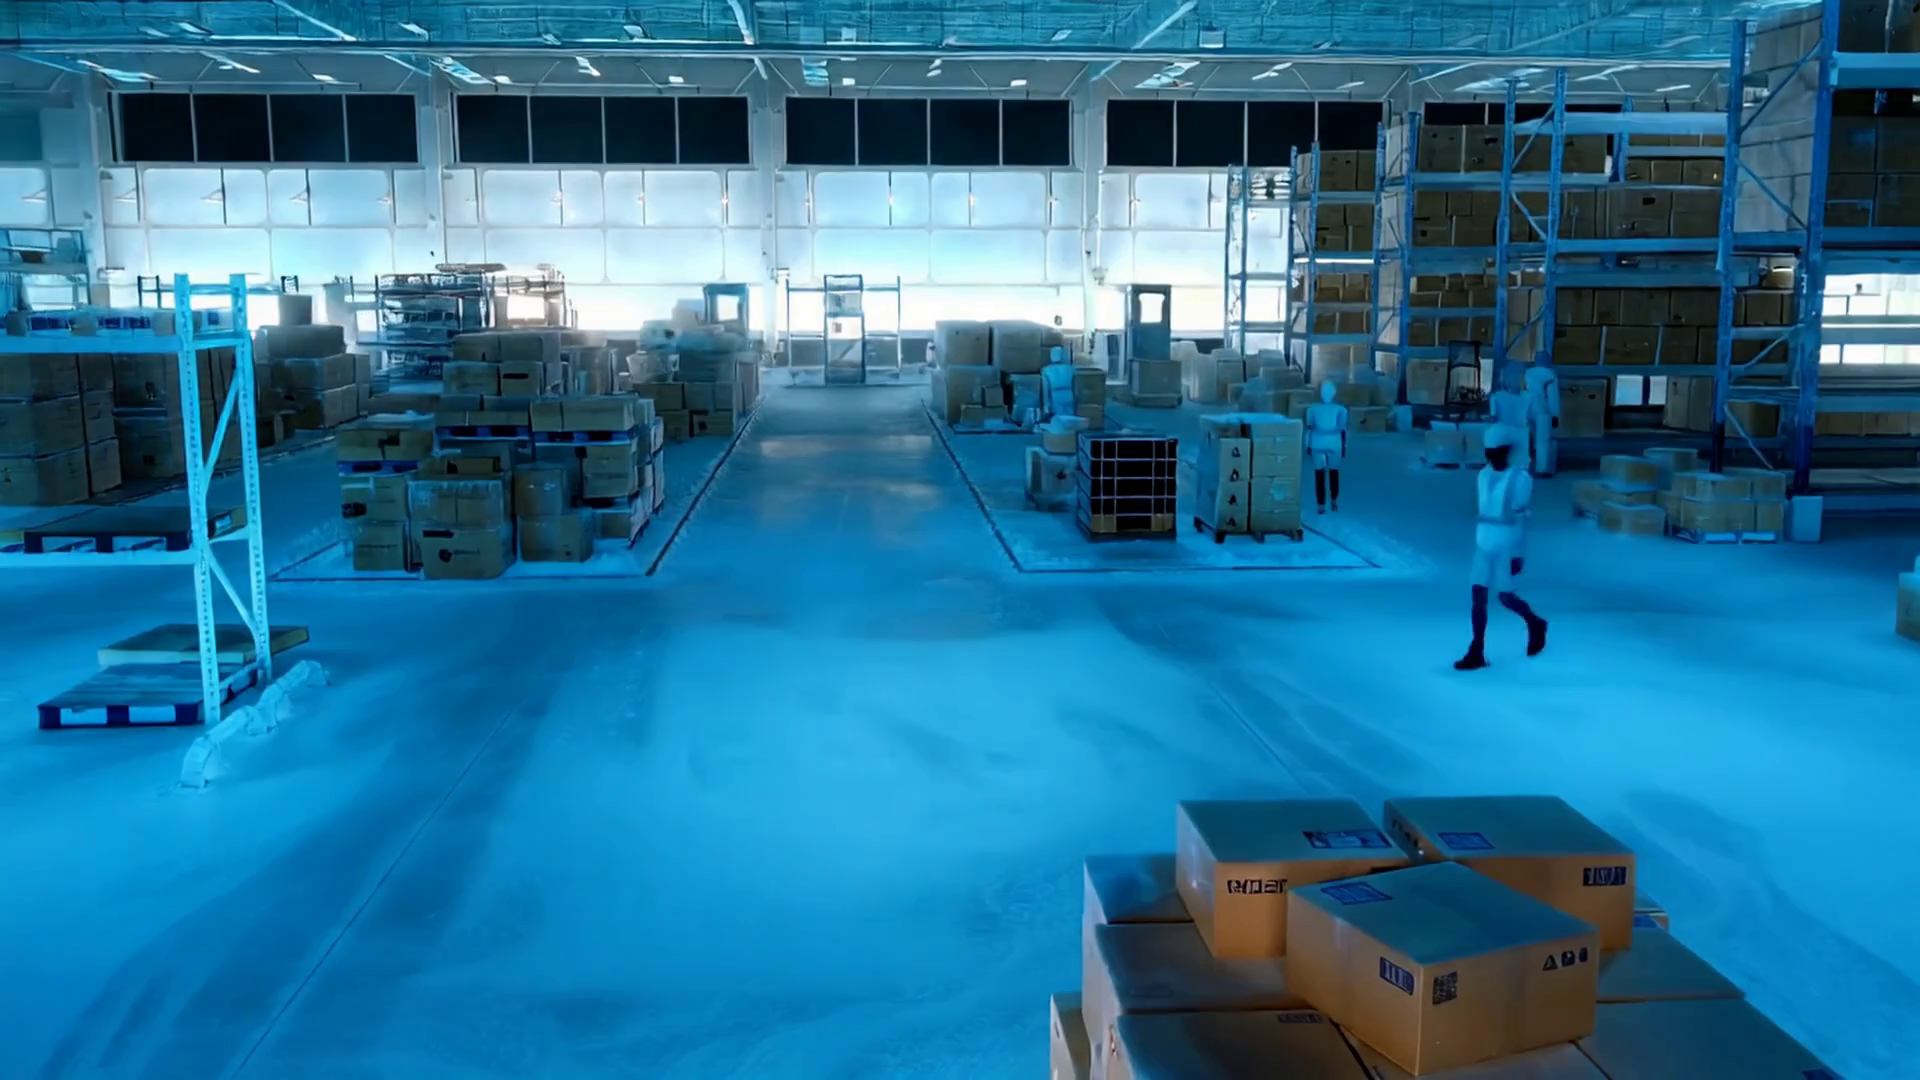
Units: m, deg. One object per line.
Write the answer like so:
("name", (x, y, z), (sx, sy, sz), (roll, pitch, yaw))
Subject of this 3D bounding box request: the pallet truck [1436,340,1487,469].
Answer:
("pallet truck", (8.004, -2.170, 26.422), (0.823, 1.965, 1.885), (2, 9, 14))

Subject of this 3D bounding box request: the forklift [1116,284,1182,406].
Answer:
("forklift", (4.419, -4.545, 38.570), (1.129, 2.768, 1.873), (-2, 9, -10))

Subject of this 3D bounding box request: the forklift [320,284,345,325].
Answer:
("forklift", (-14.446, -4.536, 38.514), (1.873, 2.768, 1.129), (-2, 9, -11))

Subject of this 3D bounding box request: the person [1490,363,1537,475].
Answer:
("person", (6.792, -1.191, 20.405), (0.613, 1.946, 0.425), (0, 9, -3))

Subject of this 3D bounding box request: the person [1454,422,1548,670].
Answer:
("person", (4.187, 0.041, 12.795), (0.772, 1.921, 0.550), (-5, 11, -31))

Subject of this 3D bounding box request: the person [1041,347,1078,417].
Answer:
("person", (1.619, -2.252, 27.463), (0.602, 1.836, 1.076), (-4, 10, -24))

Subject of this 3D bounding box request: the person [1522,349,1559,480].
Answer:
("person", (8.617, -1.865, 24.689), (0.371, 1.940, 0.630), (-5, 10, -29))

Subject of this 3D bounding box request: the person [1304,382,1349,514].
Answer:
("person", (4.662, -1.180, 21.230), (0.538, 1.674, 0.689), (1, 9, 6))

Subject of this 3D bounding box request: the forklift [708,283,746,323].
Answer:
("forklift", (-5.817, -5.040, 41.677), (1.129, 2.768, 1.873), (-1, 9, -4))
